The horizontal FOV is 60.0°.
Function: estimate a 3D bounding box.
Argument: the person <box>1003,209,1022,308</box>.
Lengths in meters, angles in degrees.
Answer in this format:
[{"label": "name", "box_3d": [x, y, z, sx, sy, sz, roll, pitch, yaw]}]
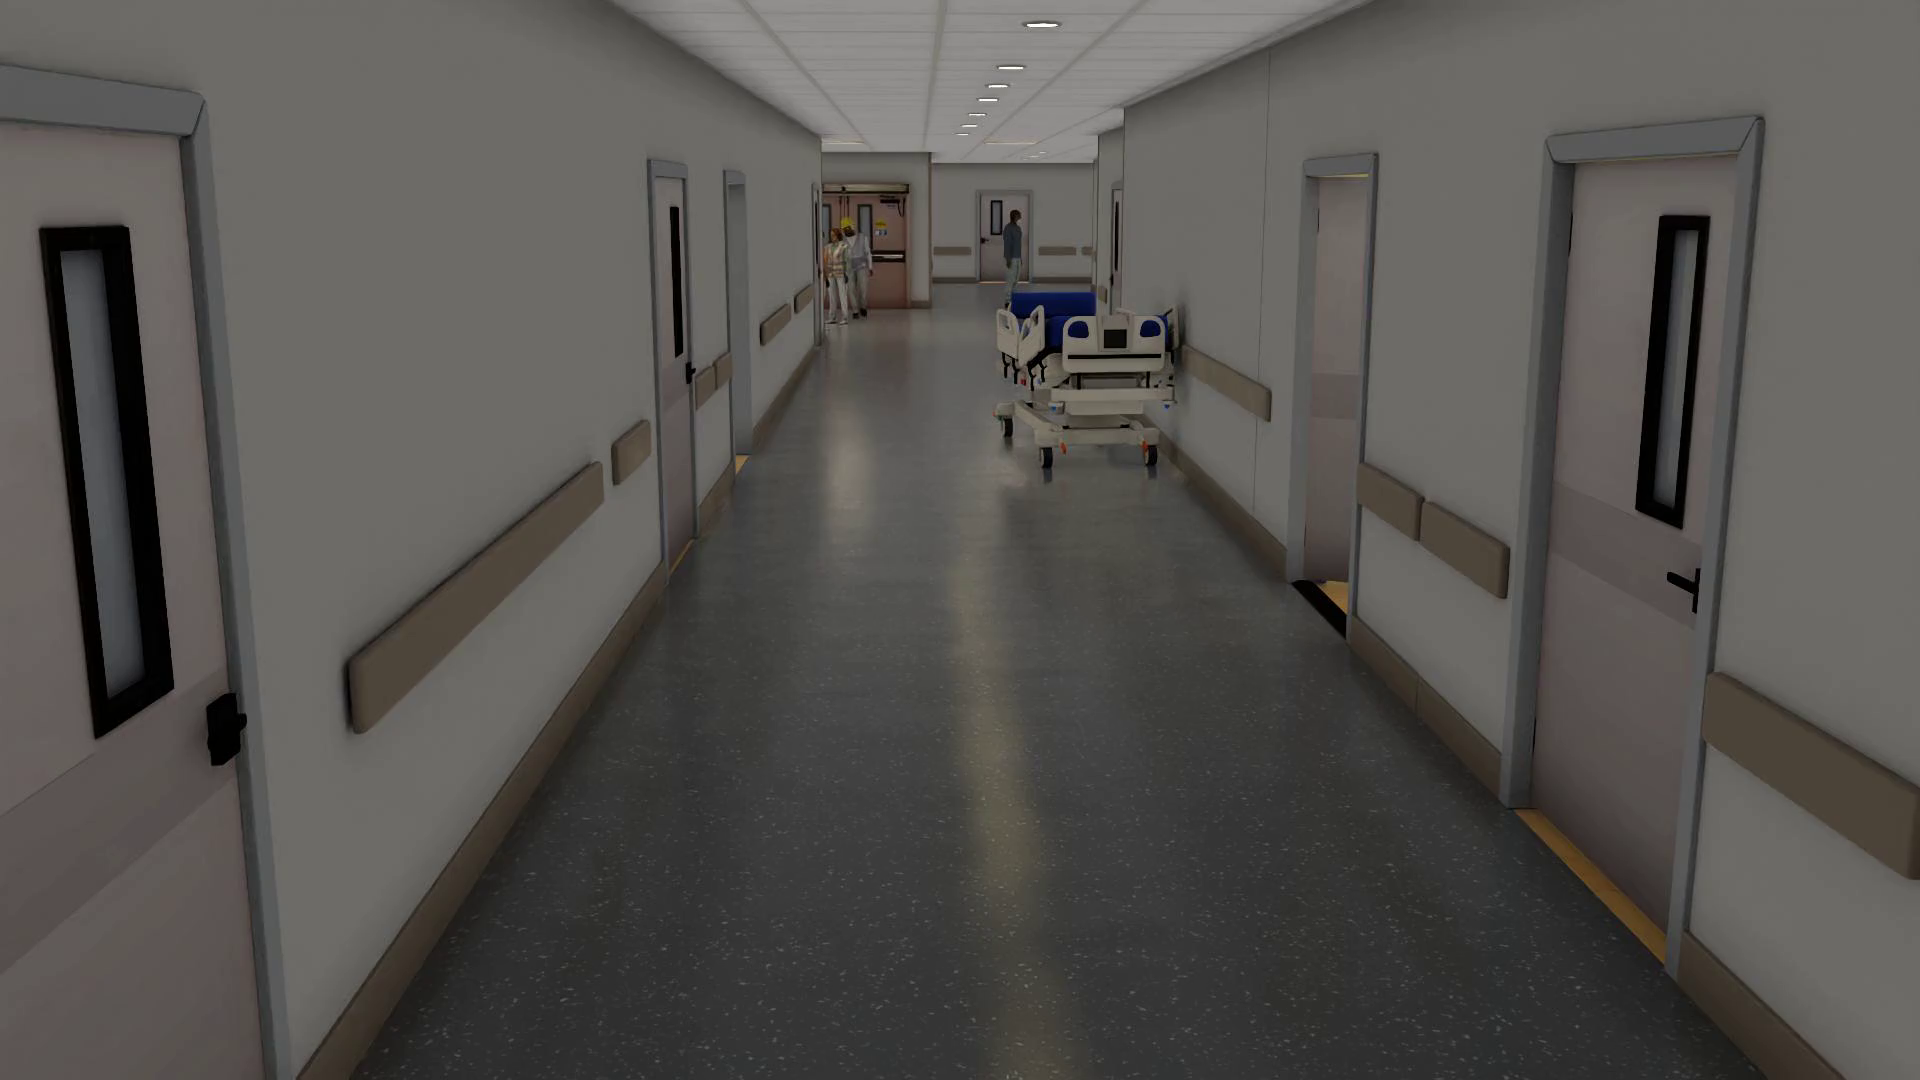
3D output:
[{"label": "person", "box_3d": [1.047, -5.529, 32.724, 0.382, 1.929, 0.634, 5, 13, 23]}]

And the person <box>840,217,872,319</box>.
[{"label": "person", "box_3d": [-1.889, -4.864, 29.811, 0.637, 1.805, 0.451, 1, 12, 4]}]

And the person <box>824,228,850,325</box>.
[{"label": "person", "box_3d": [-2.106, -4.503, 28.419, 0.525, 1.639, 0.307, 7, 14, 32]}]
